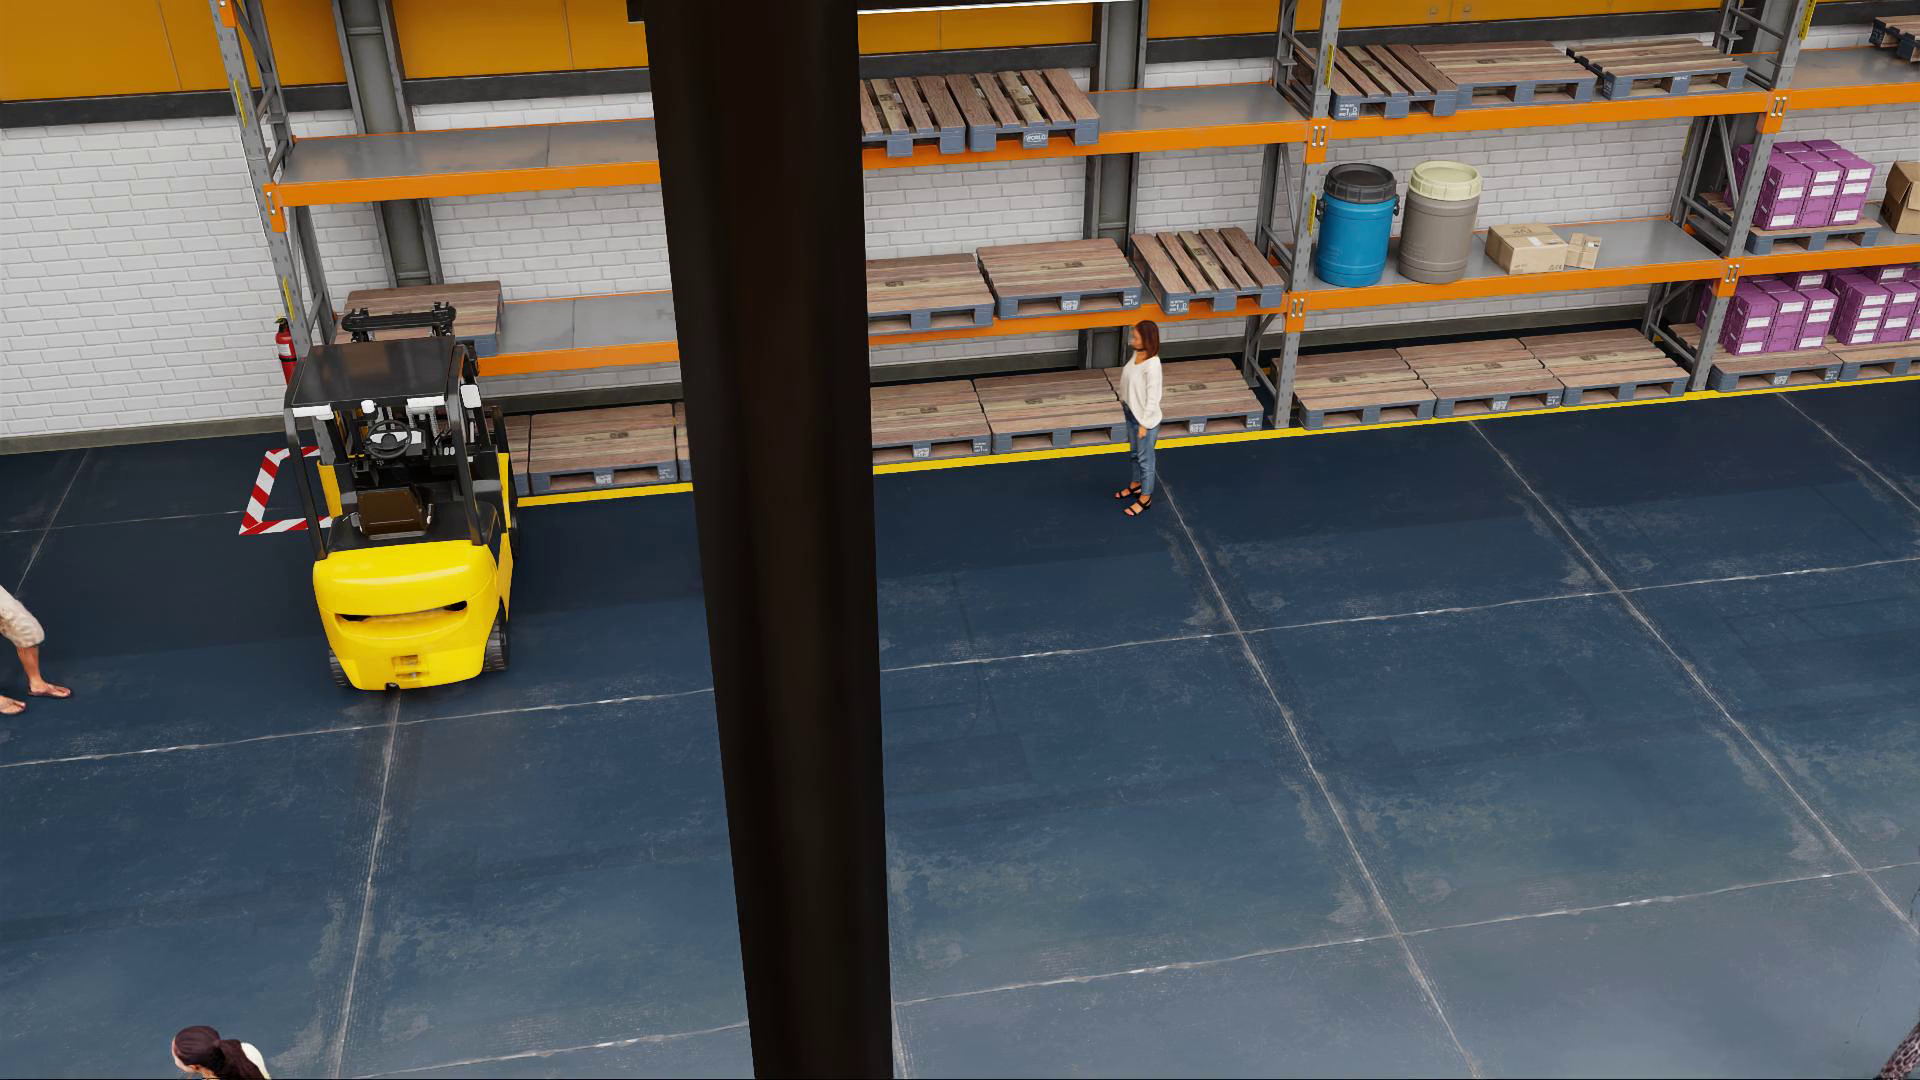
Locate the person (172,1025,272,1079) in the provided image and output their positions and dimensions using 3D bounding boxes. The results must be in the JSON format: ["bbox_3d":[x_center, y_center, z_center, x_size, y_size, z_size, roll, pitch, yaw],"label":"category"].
[{"bbox_3d":[-3.205,2.797,7.549,0.685,1.619,0.717,4,34,7],"label":"person"}]

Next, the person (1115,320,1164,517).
[{"bbox_3d":[1.452,-0.992,13.196,0.541,1.678,0.617,-7,34,-11],"label":"person"}]
